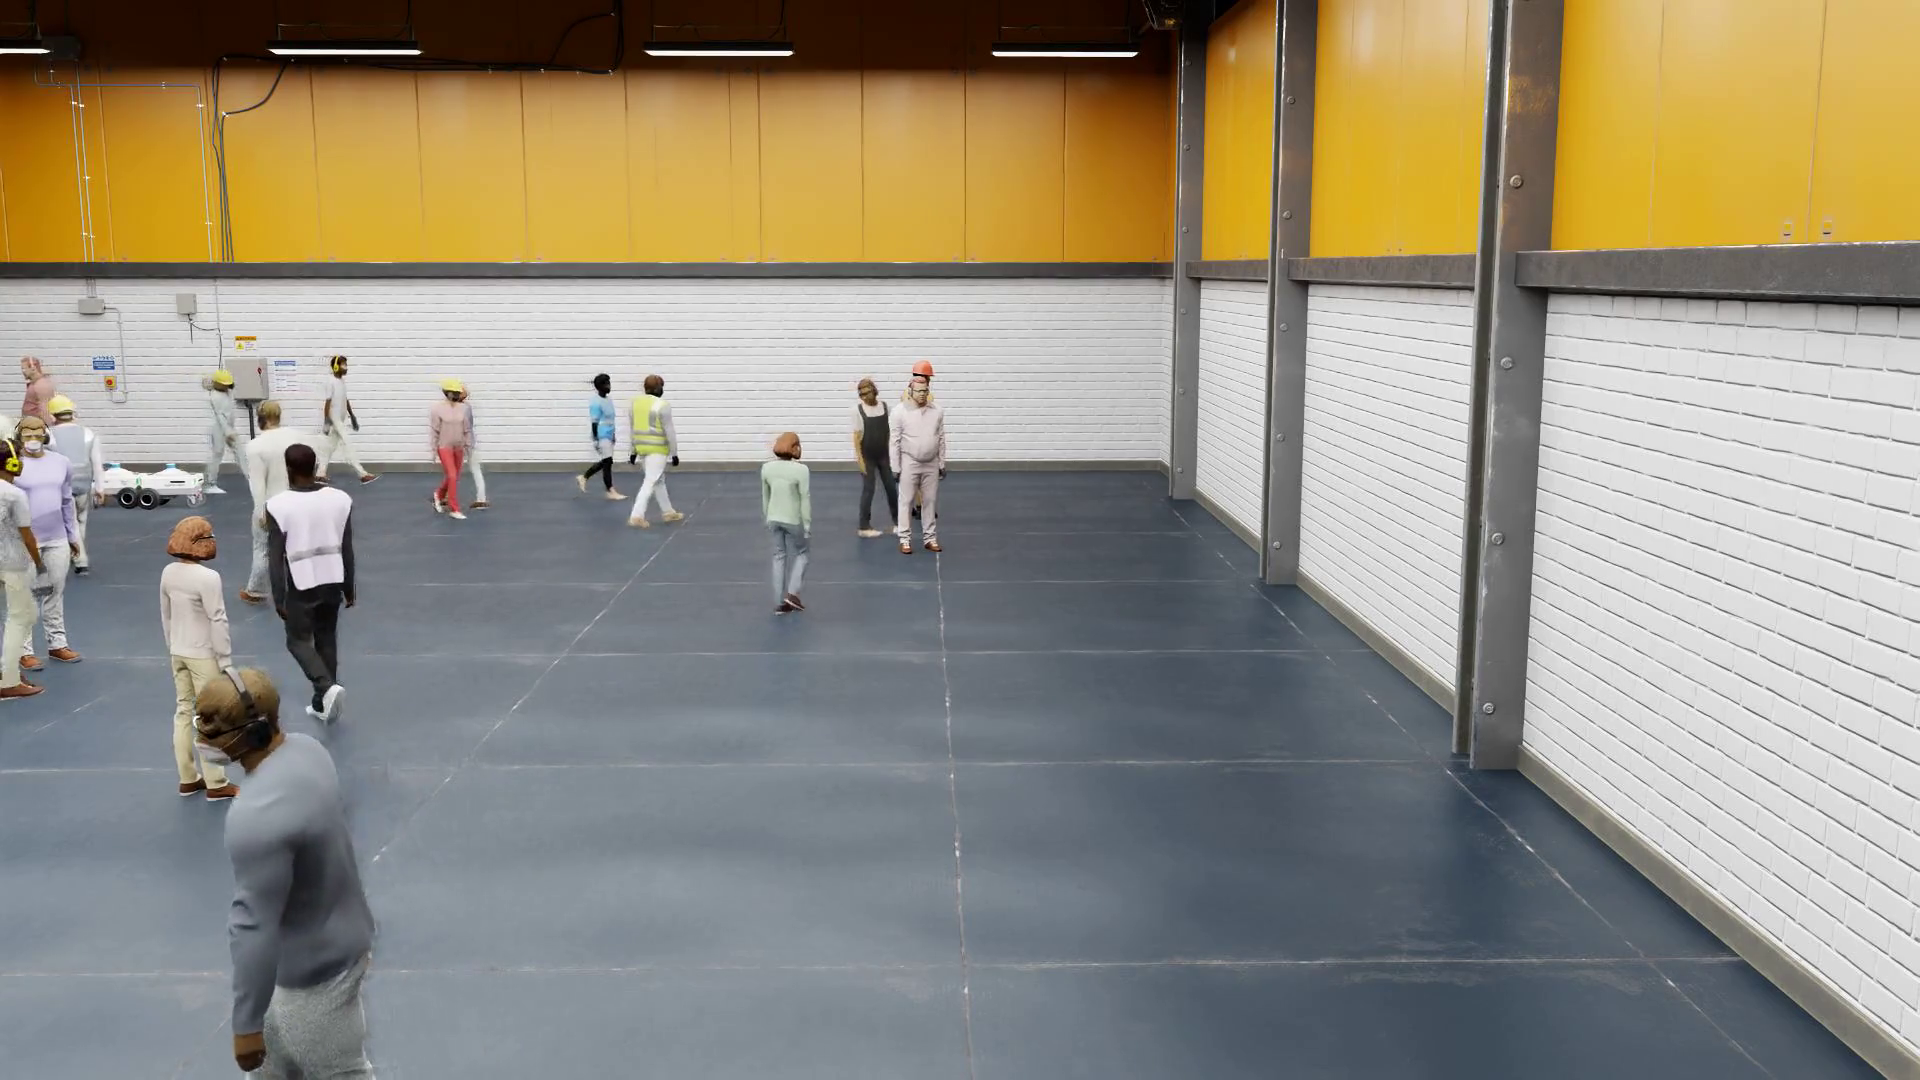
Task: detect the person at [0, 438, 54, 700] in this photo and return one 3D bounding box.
[{"bbox_3d":[-6.652,0.205,11.742,0.535,1.850,0.475,6,11,32],"label":"person"}]

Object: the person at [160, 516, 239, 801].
[{"bbox_3d":[-4.354,0.675,9.528,0.500,1.634,0.286,6,11,31],"label":"person"}]

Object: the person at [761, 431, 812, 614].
[{"bbox_3d":[-1.518,-0.151,14.640,0.525,1.617,0.365,4,10,24],"label":"person"}]

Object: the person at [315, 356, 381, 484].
[{"bbox_3d":[-8.676,-1.674,23.388,0.985,1.811,0.543,0,9,-1],"label":"person"}]

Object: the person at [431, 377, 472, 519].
[{"bbox_3d":[-6.284,-1.143,20.386,0.797,1.730,0.524,7,12,38],"label":"person"}]

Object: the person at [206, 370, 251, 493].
[{"bbox_3d":[-9.827,-1.443,22.380,0.879,1.679,0.511,1,9,8],"label":"person"}]

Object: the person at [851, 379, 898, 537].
[{"bbox_3d":[-0.939,-0.931,18.867,0.595,1.803,0.366,-4,10,-21],"label":"person"}]

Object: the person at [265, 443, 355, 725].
[{"bbox_3d":[-4.256,0.305,11.013,0.660,1.895,0.590,9,13,44],"label":"person"}]

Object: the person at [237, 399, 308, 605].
[{"bbox_3d":[-6.076,-0.313,14.826,1.023,1.891,0.632,6,11,33],"label":"person"}]

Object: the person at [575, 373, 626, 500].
[{"bbox_3d":[-4.742,-1.354,21.823,0.648,1.678,0.539,1,9,6],"label":"person"}]

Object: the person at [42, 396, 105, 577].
[{"bbox_3d":[-8.842,-0.537,16.511,0.914,1.783,0.578,9,13,42],"label":"person"}]

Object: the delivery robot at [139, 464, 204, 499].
[{"bbox_3d":[-10.022,-0.729,21.152,0.707,0.478,0.477,-1,9,-7],"label":"delivery robot"}]

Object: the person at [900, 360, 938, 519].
[{"bbox_3d":[-0.476,-1.214,20.216,0.382,1.929,0.538,-8,12,-42],"label":"person"}]

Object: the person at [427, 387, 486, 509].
[{"bbox_3d":[-6.369,-1.182,21.006,0.844,1.588,0.531,3,10,15],"label":"person"}]

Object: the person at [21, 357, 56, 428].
[{"bbox_3d":[-12.150,-1.453,21.818,0.666,1.881,0.646,-4,10,-23],"label":"person"}]

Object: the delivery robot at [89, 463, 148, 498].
[{"bbox_3d":[-10.754,-0.738,21.204,0.707,0.478,0.477,0,9,-1],"label":"delivery robot"}]

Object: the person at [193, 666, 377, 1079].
[{"bbox_3d":[-2.033,1.289,4.973,0.866,1.889,0.653,-2,9,-13],"label":"person"}]

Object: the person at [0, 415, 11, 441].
[{"bbox_3d":[-9.843,-0.639,16.701,1.047,1.929,0.620,7,11,36],"label":"person"}]

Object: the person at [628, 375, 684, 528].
[{"bbox_3d":[-3.624,-1.055,19.649,0.650,1.797,0.951,7,12,37],"label":"person"}]

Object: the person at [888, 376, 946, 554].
[{"bbox_3d":[-0.438,-0.799,17.768,0.639,1.900,0.403,-5,10,-27],"label":"person"}]

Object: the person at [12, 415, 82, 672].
[{"bbox_3d":[-7.013,0.012,12.670,0.375,1.936,0.628,5,11,29],"label":"person"}]
